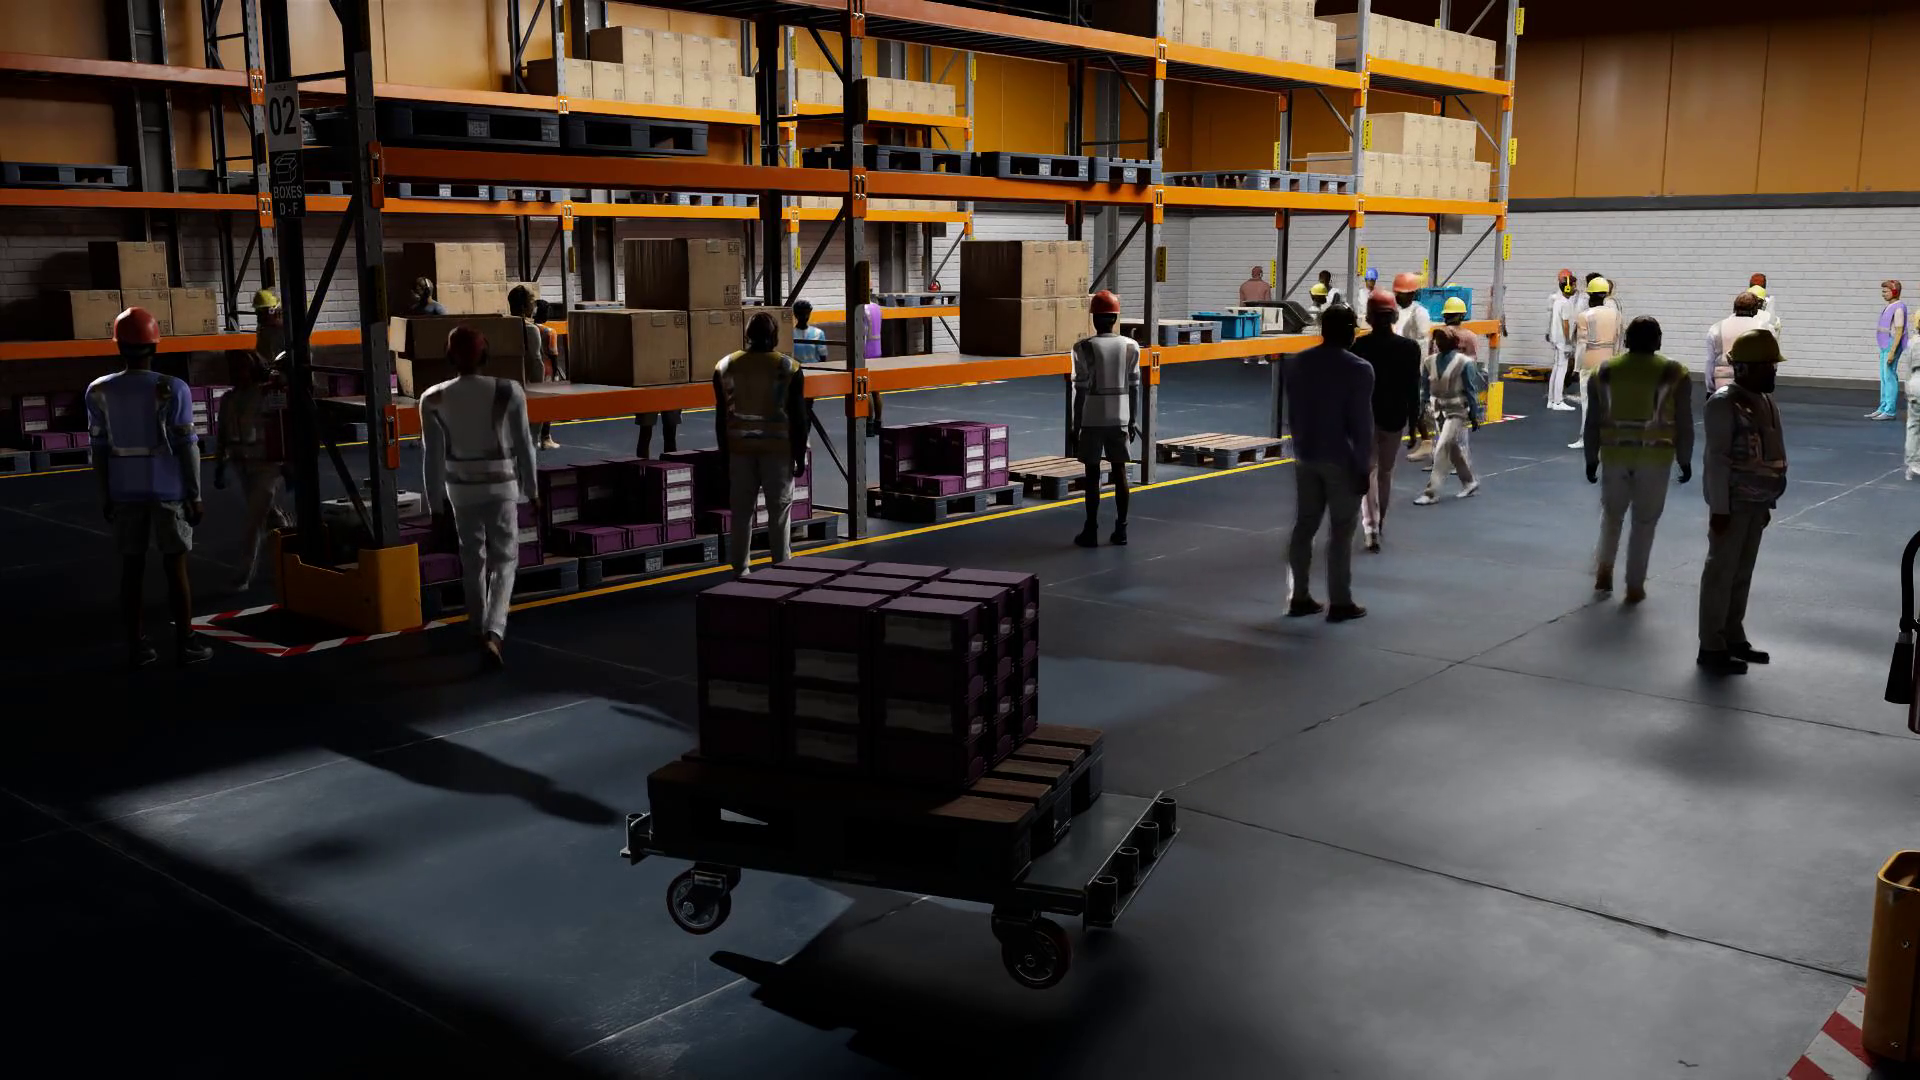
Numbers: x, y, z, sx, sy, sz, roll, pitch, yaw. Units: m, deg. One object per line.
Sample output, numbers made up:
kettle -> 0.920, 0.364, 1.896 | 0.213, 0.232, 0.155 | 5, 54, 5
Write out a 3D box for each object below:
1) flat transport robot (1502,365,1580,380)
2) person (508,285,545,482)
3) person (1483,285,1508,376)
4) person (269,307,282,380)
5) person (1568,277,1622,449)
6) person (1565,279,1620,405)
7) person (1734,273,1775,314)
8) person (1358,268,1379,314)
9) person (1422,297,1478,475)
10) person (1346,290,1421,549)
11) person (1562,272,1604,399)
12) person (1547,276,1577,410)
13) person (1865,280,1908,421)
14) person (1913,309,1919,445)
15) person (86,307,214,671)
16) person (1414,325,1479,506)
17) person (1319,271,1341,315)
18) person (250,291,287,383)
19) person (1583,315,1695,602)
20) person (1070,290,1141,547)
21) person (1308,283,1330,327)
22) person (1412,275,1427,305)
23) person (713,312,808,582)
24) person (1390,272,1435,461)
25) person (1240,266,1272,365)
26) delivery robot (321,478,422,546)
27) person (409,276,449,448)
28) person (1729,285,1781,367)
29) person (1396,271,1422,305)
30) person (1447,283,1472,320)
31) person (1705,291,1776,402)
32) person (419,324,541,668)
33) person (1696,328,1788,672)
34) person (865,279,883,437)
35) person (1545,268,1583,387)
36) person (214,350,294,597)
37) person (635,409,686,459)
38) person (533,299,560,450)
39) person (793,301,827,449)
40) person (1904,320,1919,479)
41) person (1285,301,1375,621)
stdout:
flat transport robot -> 10.076, -2.885, 28.569 | 1.431, 0.197, 0.652 | -5, 11, -29
person -> -3.787, -1.222, 14.358 | 0.634, 1.936, 0.351 | 9, 13, 42
person -> 9.382, -3.662, 29.166 | 0.396, 1.620, 0.526 | 6, 11, 30
person -> -7.268, -1.687, 17.902 | 0.493, 1.625, 0.281 | 7, 12, 33
person -> 7.110, -1.970, 18.646 | 0.585, 1.927, 0.366 | -4, 11, -23
person -> 9.144, -2.830, 23.881 | 0.881, 1.807, 0.528 | 4, 11, 24
person -> 11.720, -2.989, 24.579 | 0.574, 1.881, 0.357 | 9, 14, 43
person -> 6.339, -3.251, 25.875 | 0.603, 1.951, 0.380 | 0, 10, 0
person -> 4.919, -1.539, 16.656 | 0.313, 1.769, 0.525 | -8, 12, -37
person -> 3.171, -0.923, 12.675 | 0.627, 1.937, 1.087 | 2, 10, 9
person -> 9.224, -2.992, 24.546 | 1.022, 1.914, 0.614 | 7, 12, 34
person -> 8.445, -2.750, 23.254 | 0.319, 1.870, 0.532 | 0, 10, 3
person -> 12.197, -2.480, 21.796 | 0.390, 1.840, 0.562 | 3, 10, 17
person -> 11.179, -2.046, 19.051 | 0.552, 1.935, 0.374 | -2, 10, -11
person -> -4.325, -0.263, 8.887 | 0.547, 1.942, 0.344 | -1, 10, -6
person -> 4.366, -1.121, 14.774 | 0.908, 1.584, 0.524 | -6, 12, -32
person -> 6.058, -3.539, 27.731 | 0.891, 1.864, 0.601 | -1, 10, -8
person -> -7.366, -1.757, 17.807 | 0.659, 1.797, 0.765 | 8, 13, 39
person -> 4.345, -0.514, 10.659 | 0.644, 1.829, 0.462 | 7, 12, 35
person -> 1.084, -0.910, 12.584 | 0.545, 1.938, 0.357 | -3, 10, -16
person -> 4.960, -2.681, 23.156 | 0.326, 1.767, 0.533 | 2, 10, 9
person -> 6.371, -2.722, 23.089 | 0.944, 1.867, 0.622 | 2, 10, 9
person -> -1.302, -0.581, 11.012 | 0.626, 1.836, 0.429 | 2, 10, 9
person -> 4.681, -1.790, 17.410 | 0.851, 1.992, 0.703 | -1, 10, -4
person -> 5.750, -4.351, 32.266 | 0.647, 1.908, 0.409 | 6, 11, 30
delivery robot -> -4.343, -0.216, 12.300 | 0.477, 0.478, 0.707 | 6, 12, 32
person -> -5.968, -1.980, 18.672 | 0.638, 1.938, 0.357 | 7, 12, 35
person -> 9.259, -2.061, 19.480 | 0.586, 1.824, 0.406 | 4, 11, 21
person -> 6.866, -3.109, 25.191 | 0.407, 1.908, 0.641 | -7, 12, -34
person -> 6.894, -2.715, 23.346 | 0.528, 1.767, 0.329 | 3, 10, 16
person -> 7.446, -1.442, 15.886 | 0.624, 1.845, 0.430 | 9, 13, 40
person -> -2.614, -0.247, 9.053 | 0.588, 1.856, 0.890 | 0, 10, -1
person -> 4.212, -0.219, 8.948 | 0.599, 1.832, 0.404 | -9, 13, -42
person -> -1.141, -2.202, 19.947 | 0.378, 1.932, 0.551 | 4, 11, 23
person -> 9.714, -3.397, 26.758 | 0.574, 1.927, 0.393 | 3, 11, 18
person -> -4.675, -0.470, 11.063 | 0.533, 1.593, 0.874 | 4, 11, 22
person -> -2.694, -1.368, 14.876 | 0.608, 2.048, 0.365 | -5, 11, -28
person -> -4.710, -1.850, 18.655 | 0.534, 1.688, 0.322 | 5, 11, 26
person -> -1.731, -1.808, 18.436 | 0.549, 1.662, 0.712 | -2, 10, -14
person -> 9.383, -1.432, 16.188 | 0.445, 1.712, 0.555 | -2, 10, -13
person -> 2.245, -0.473, 10.096 | 0.421, 1.931, 0.646 | -9, 13, -40
